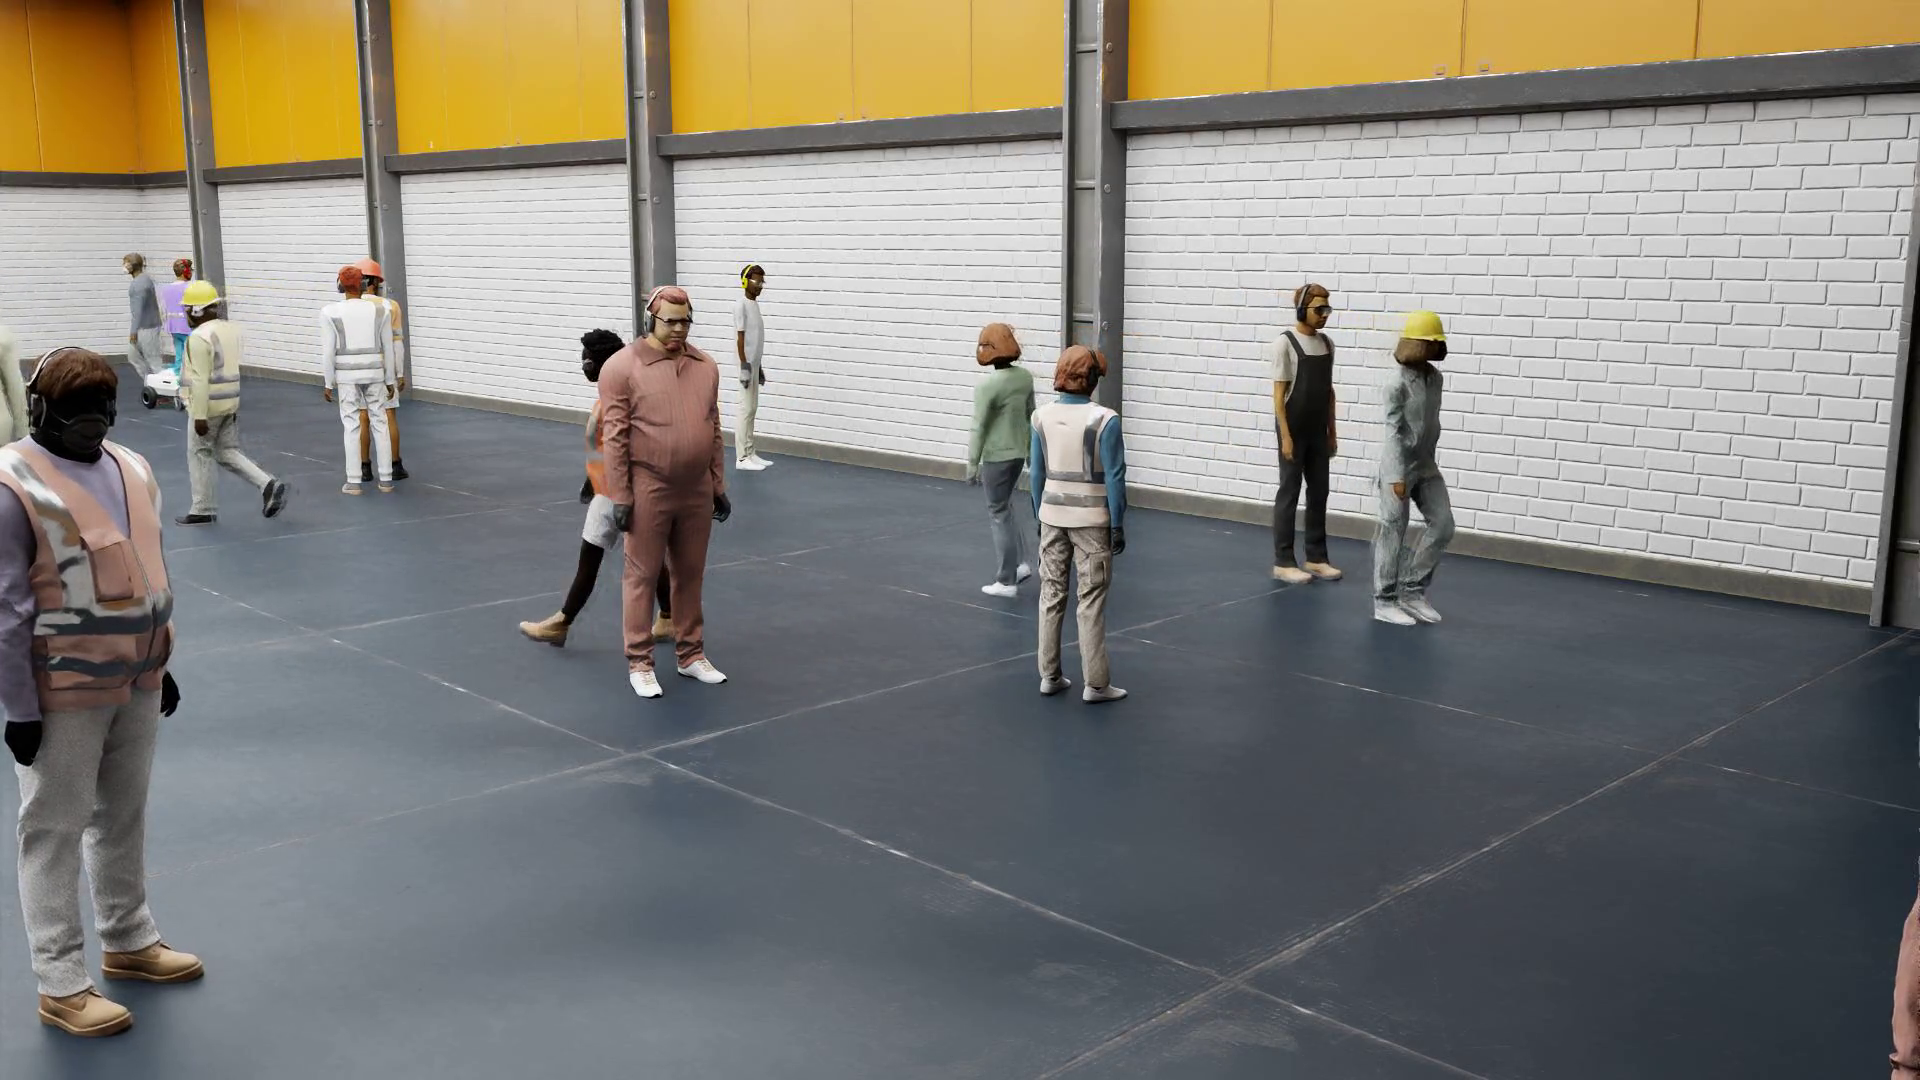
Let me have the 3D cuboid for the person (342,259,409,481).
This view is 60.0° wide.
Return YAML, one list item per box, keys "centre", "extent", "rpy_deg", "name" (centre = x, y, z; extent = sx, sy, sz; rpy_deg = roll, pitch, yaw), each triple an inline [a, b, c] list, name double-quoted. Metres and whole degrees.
- centre: [-5.108, -1.470, 14.471]
  extent: [0.546, 1.927, 0.385]
  rpy_deg: [-2, 11, -10]
  name: "person"

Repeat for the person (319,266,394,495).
- centre: [-4.965, -1.315, 13.748]
  extent: [0.575, 1.881, 0.356]
  rpy_deg: [-6, 12, -31]
  name: "person"

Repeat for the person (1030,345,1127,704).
- centre: [0.538, -0.067, 7.607]
  extent: [0.511, 1.640, 0.308]
  rpy_deg: [8, 13, 38]
  name: "person"

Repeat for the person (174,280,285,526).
- centre: [-5.415, -0.990, 12.170]
  extent: [0.726, 1.810, 0.604]
  rpy_deg: [0, 10, 1]
  name: "person"

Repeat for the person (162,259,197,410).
- centre: [-9.427, -2.492, 20.264]
  extent: [0.566, 1.847, 0.389]
  rpy_deg: [4, 11, 22]
  name: "person"

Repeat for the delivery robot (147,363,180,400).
- centre: [-9.675, -1.932, 20.481]
  extent: [0.707, 0.478, 0.477]
  rpy_deg: [7, 13, 34]
  name: "delivery robot"

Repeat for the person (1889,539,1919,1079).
- centre: [2.478, 0.493, 3.849]
  extent: [0.642, 1.900, 0.403]
  rpy_deg: [-6, 12, -29]
  name: "person"

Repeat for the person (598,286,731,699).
- centre: [-1.350, -0.230, 7.783]
  extent: [0.639, 1.902, 0.407]
  rpy_deg: [-10, 14, -42]
  name: "person"

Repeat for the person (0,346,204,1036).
- centre: [-2.367, 0.395, 4.544]
  extent: [0.430, 1.841, 0.623]
  rpy_deg: [2, 11, 11]
  name: "person"

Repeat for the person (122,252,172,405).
- centre: [-10.252, -2.640, 20.878]
  extent: [0.571, 1.918, 0.643]
  rpy_deg: [-5, 12, -26]
  name: "person"

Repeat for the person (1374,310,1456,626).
- centre: [2.468, -0.376, 9.025]
  extent: [0.512, 1.723, 0.487]
  rpy_deg: [-8, 13, -38]
  name: "person"

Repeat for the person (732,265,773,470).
- centre: [-1.906, -1.574, 15.221]
  extent: [0.329, 1.862, 0.518]
  rpy_deg: [2, 11, 10]
  name: "person"

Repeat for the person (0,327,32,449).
- centre: [-5.831, -0.607, 9.714]
  extent: [0.967, 1.934, 0.652]
  rpy_deg: [10, 14, 42]
  name: "person"

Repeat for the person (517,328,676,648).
- centre: [-1.858, -0.252, 8.548]
  extent: [0.881, 1.654, 0.542]
  rpy_deg: [-1, 10, -4]
  name: "person"

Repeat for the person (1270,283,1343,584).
- centre: [2.127, -0.651, 10.241]
  extent: [0.523, 1.841, 0.374]
  rpy_deg: [-7, 12, -33]
  name: "person"

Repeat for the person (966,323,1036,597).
- centre: [0.230, -0.467, 9.815]
  extent: [0.356, 1.617, 0.535]
  rpy_deg: [8, 13, 39]
  name: "person"
